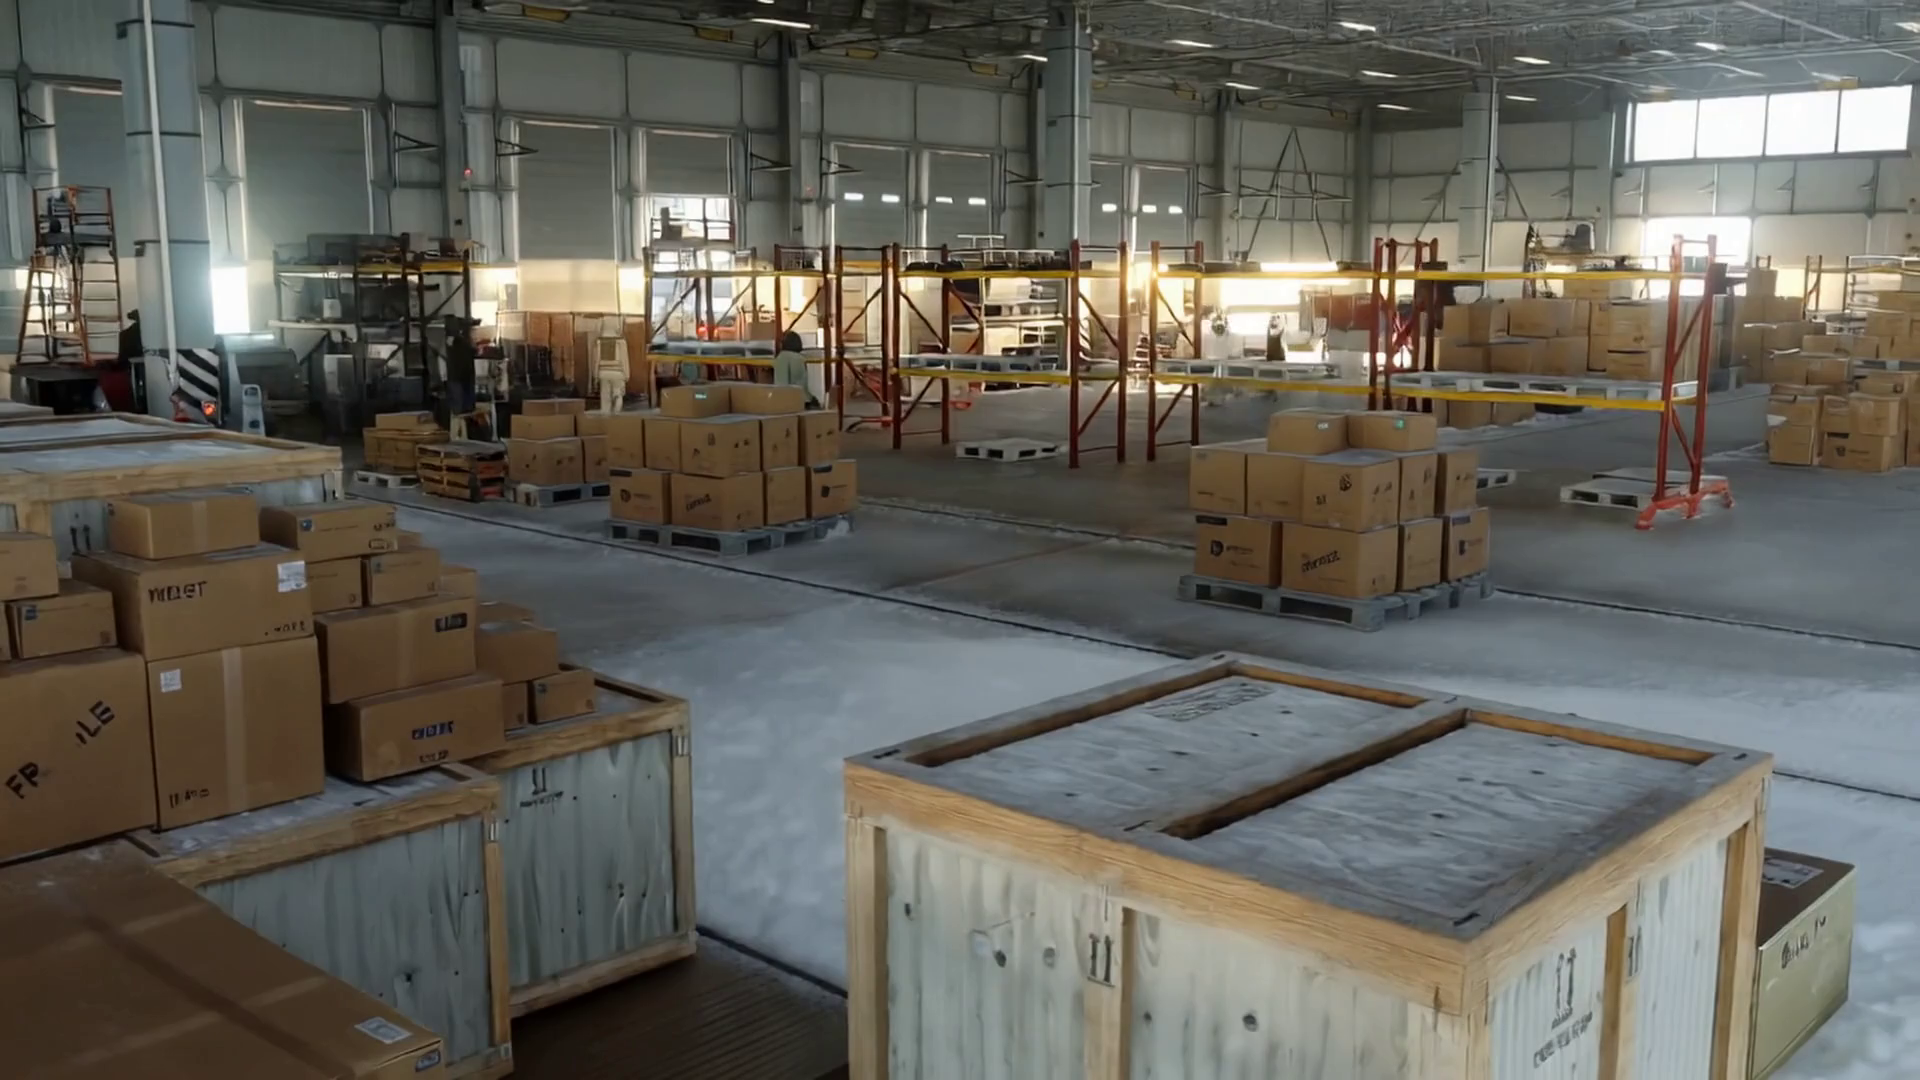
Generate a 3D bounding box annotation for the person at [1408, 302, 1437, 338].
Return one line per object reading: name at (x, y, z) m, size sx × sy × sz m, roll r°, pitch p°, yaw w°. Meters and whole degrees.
person at (10.719, -4.567, 38.524) m, size 0.661 × 1.902 × 0.926 m, roll 4°, pitch 10°, yaw 23°

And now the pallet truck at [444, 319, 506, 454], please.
pallet truck at (-6.981, -1.942, 22.150) m, size 1.885 × 1.965 × 0.823 m, roll 1°, pitch 9°, yaw 9°

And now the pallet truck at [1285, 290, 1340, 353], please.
pallet truck at (11.297, -6.951, 52.861) m, size 1.885 × 1.965 × 0.823 m, roll -5°, pitch 11°, yaw -29°

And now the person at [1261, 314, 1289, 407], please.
person at (6.138, -3.502, 32.386) m, size 0.518 × 1.790 × 0.984 m, roll 6°, pitch 11°, yaw 34°

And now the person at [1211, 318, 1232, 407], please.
person at (5.023, -3.413, 32.005) m, size 0.426 × 1.728 × 0.499 m, roll -3°, pitch 10°, yaw -19°

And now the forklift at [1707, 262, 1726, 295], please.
forklift at (20.227, -6.065, 44.733) m, size 1.873 × 2.768 × 1.129 m, roll 7°, pitch 12°, yaw 37°

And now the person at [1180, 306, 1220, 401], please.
person at (4.834, -3.726, 33.406) m, size 0.950 × 1.901 × 0.635 m, roll -4°, pitch 10°, yaw -22°

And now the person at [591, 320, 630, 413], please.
person at (-5.609, -2.592, 26.593) m, size 0.626 × 1.854 × 0.740 m, roll 0°, pitch 9°, yaw 0°

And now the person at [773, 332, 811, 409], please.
person at (-2.139, -1.755, 21.480) m, size 0.429 × 1.842 × 0.635 m, roll -8°, pitch 12°, yaw -40°

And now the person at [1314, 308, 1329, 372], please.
person at (9.374, -5.188, 43.145) m, size 0.305 × 1.639 × 0.522 m, roll -4°, pitch 10°, yaw -24°

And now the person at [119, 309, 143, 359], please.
person at (-14.162, -2.969, 28.554) m, size 0.714 × 1.974 × 0.443 m, roll 5°, pitch 10°, yaw 27°

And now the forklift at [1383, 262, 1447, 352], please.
forklift at (11.122, -5.213, 39.505) m, size 1.873 × 2.768 × 1.129 m, roll 9°, pitch 13°, yaw 43°
